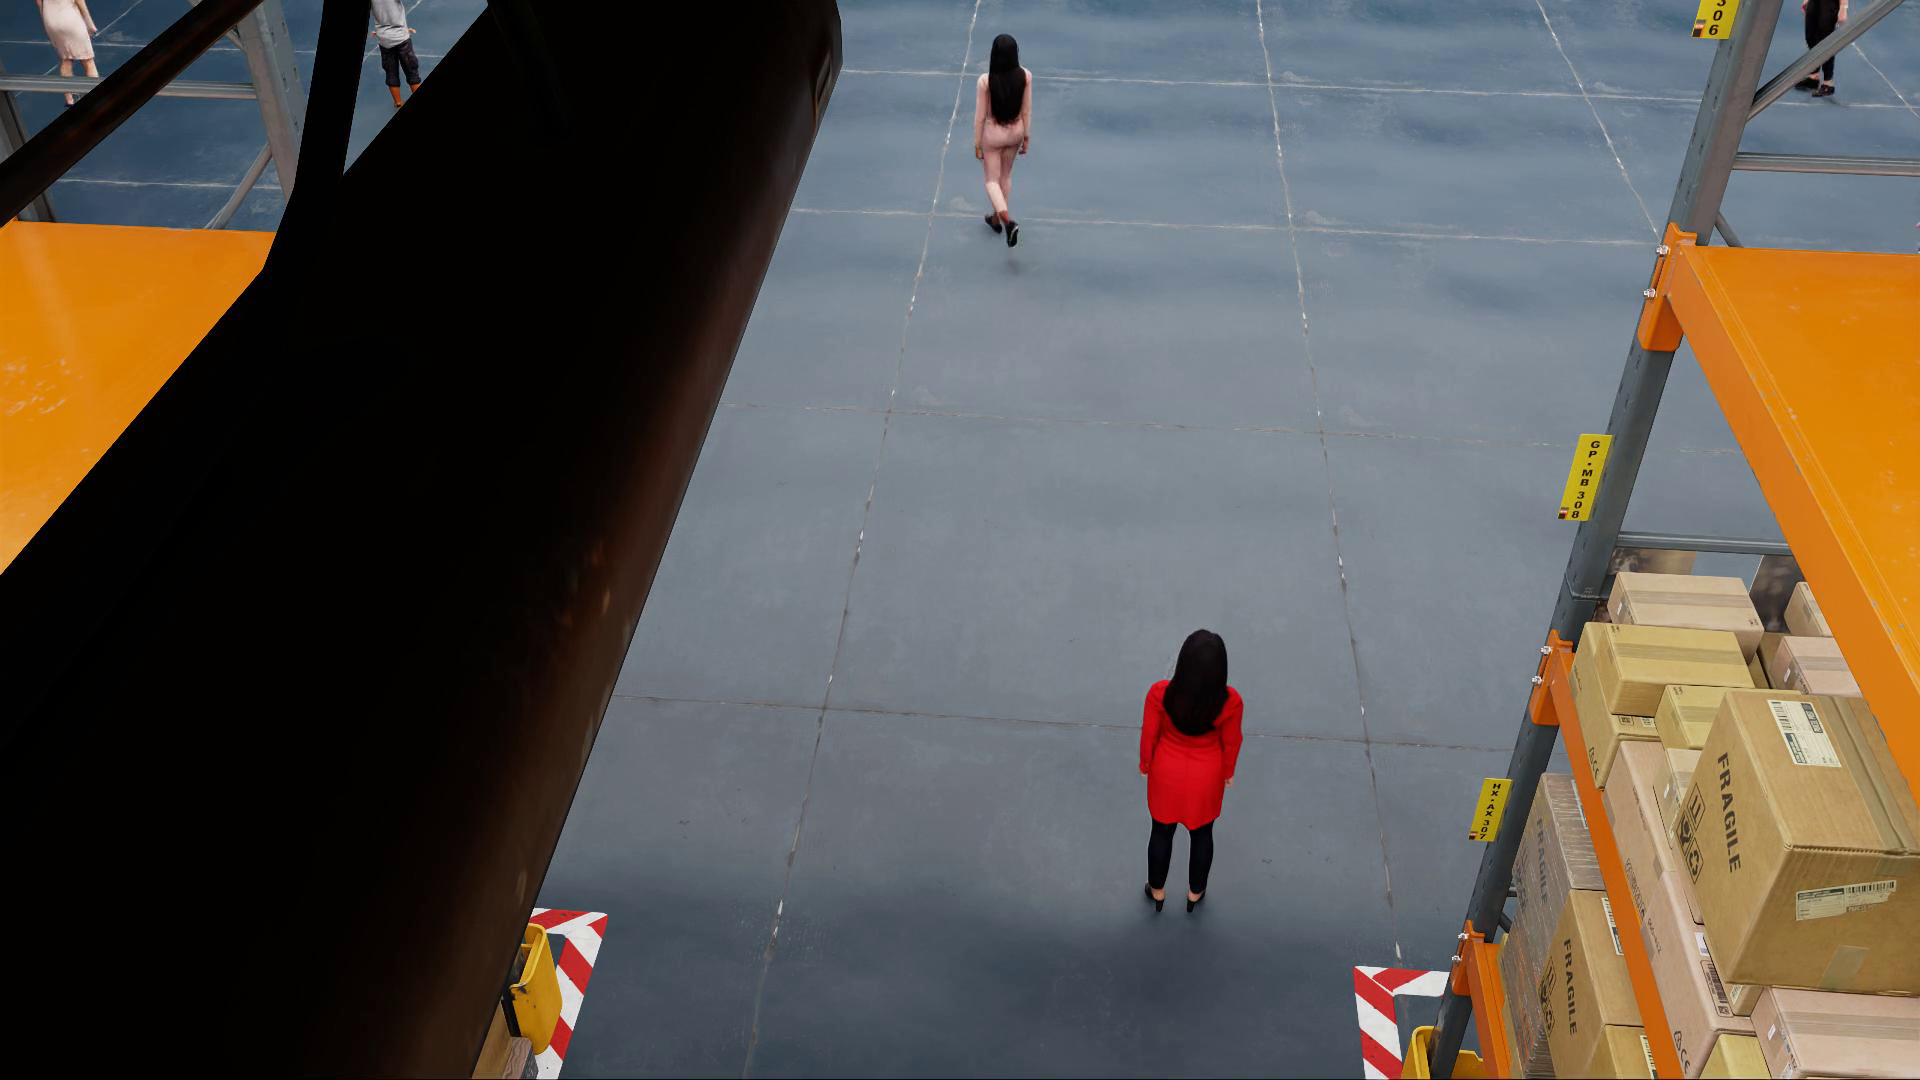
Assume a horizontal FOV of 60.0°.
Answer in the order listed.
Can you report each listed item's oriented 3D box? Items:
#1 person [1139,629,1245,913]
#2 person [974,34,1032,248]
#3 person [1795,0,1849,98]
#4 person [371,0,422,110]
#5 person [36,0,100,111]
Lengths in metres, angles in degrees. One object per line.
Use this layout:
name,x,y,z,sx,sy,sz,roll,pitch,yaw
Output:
person,1.051,1.089,7.688,0.608,1.746,0.595,4,38,5
person,0.357,-3.106,13.086,0.899,1.703,1.116,-12,40,-15
person,8.157,-4.993,15.522,0.836,1.673,0.586,-6,38,-8
person,-5.237,-4.710,15.336,0.614,1.456,0.578,-6,38,-7
person,-8.010,-4.587,14.883,0.587,1.820,0.488,-1,38,-1
